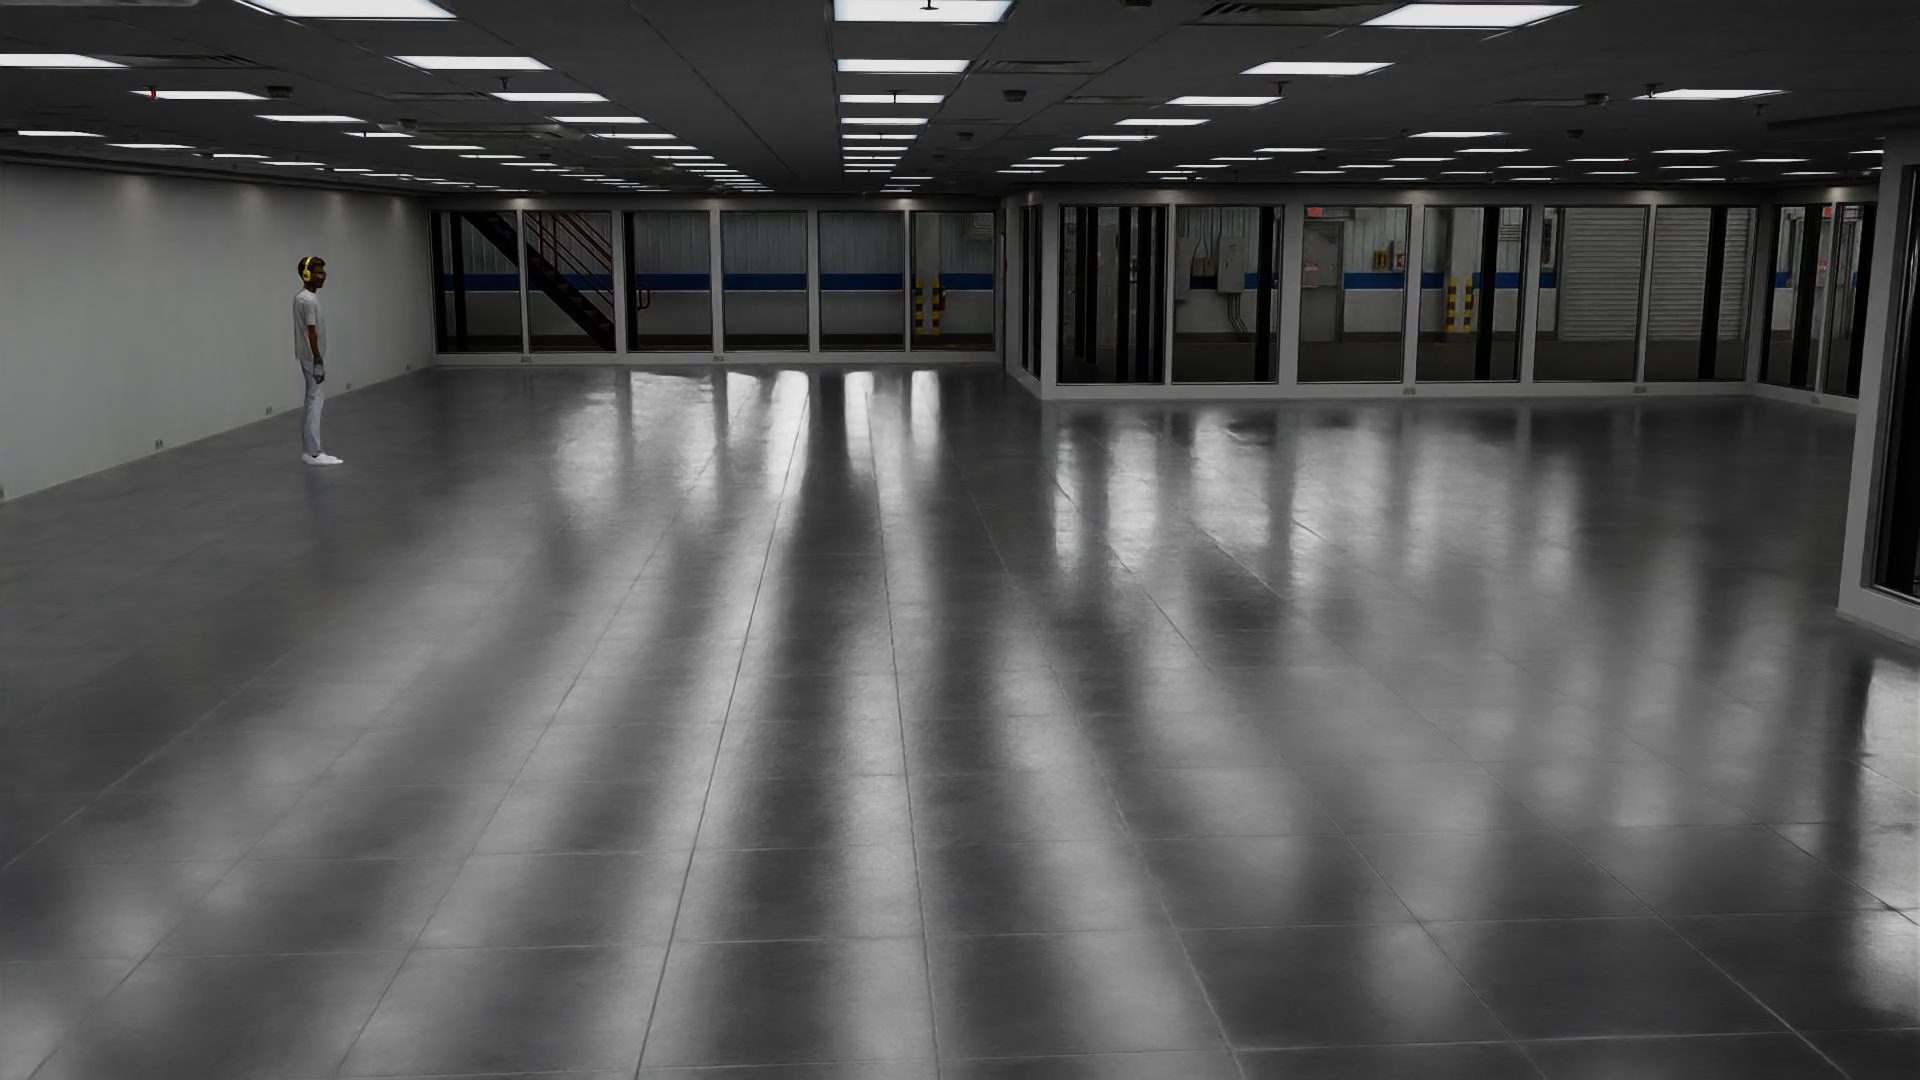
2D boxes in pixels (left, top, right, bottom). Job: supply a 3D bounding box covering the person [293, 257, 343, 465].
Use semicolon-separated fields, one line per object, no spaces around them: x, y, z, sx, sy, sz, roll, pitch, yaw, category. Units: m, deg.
-5.800;-1.599;14.941;0.312;1.862;0.535;-6;12;-29;person
